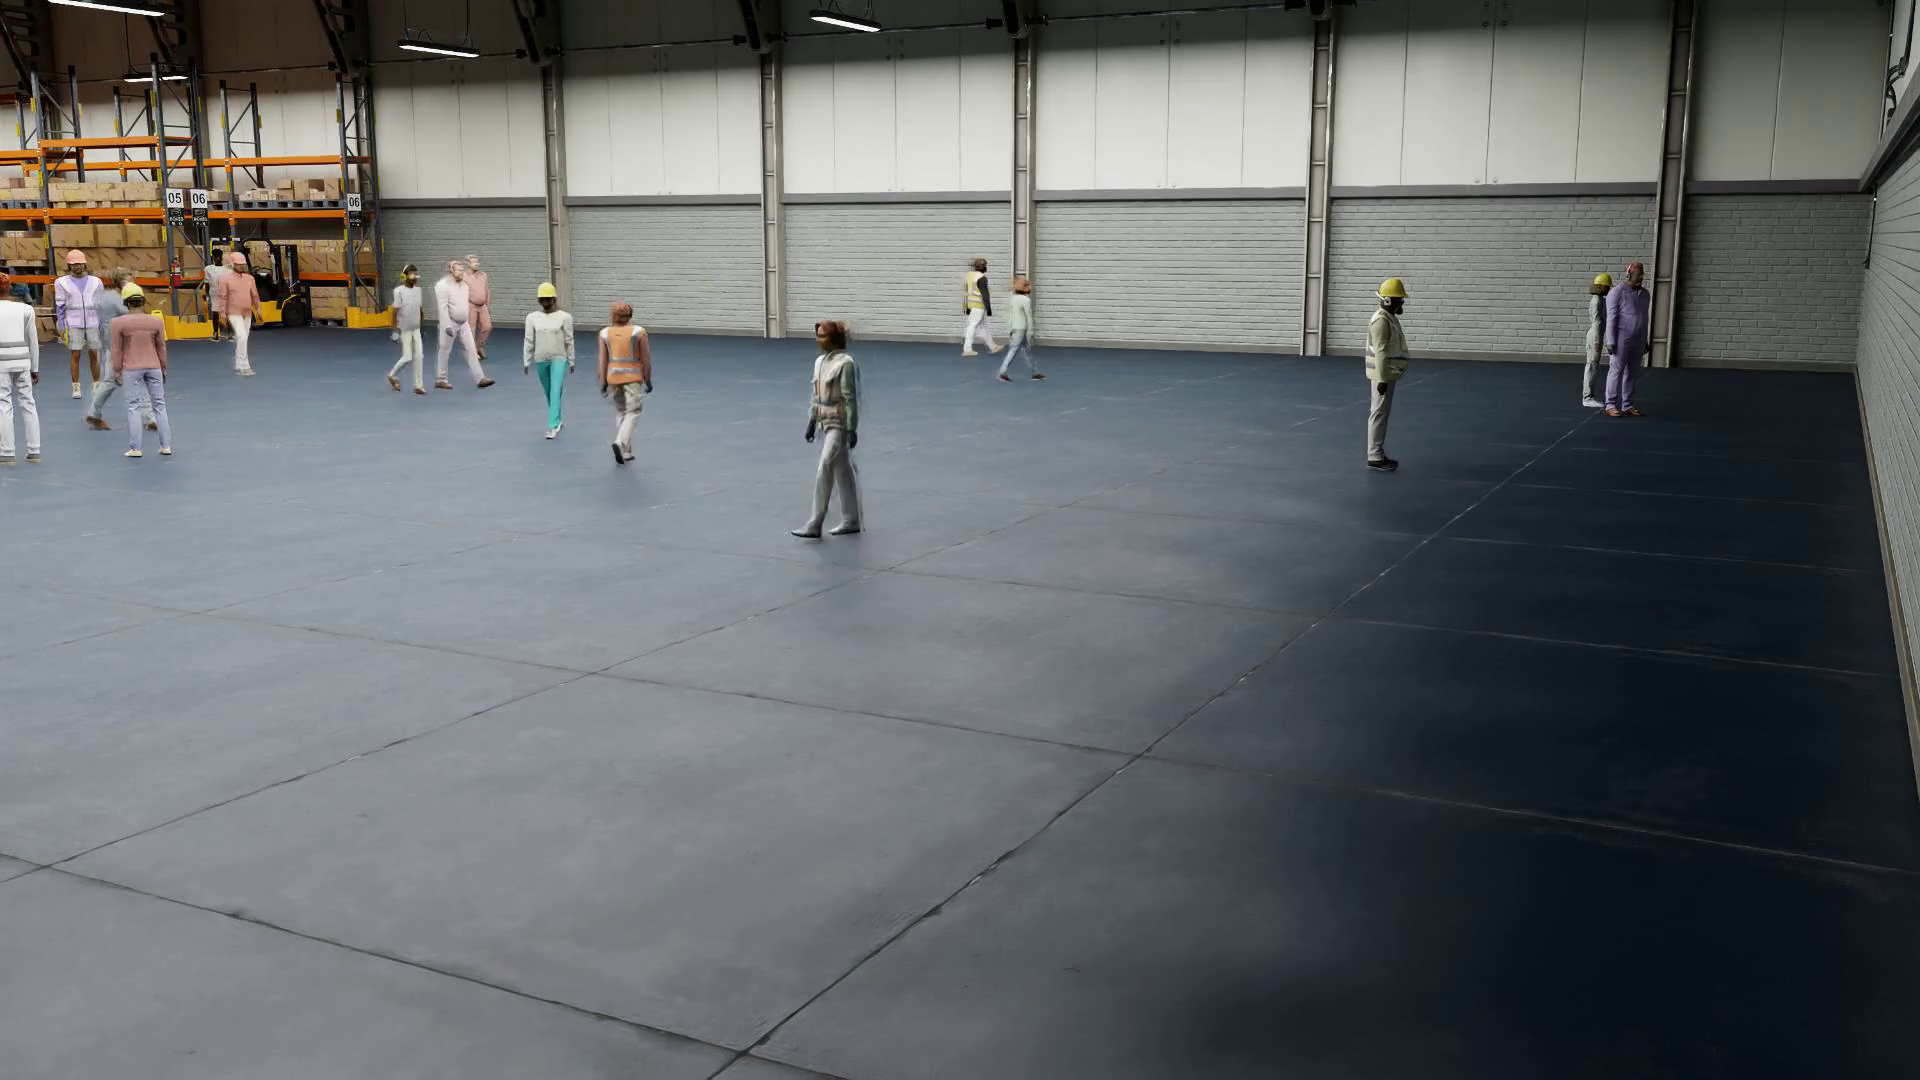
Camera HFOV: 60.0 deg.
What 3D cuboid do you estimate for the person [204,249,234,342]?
[{"bbox_3d":[-15.575,-5.145,35.024,0.602,1.958,0.381,-3,11,-16],"label":"person"}]

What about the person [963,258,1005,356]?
[{"bbox_3d":[0.459,-4.349,31.096,0.934,1.801,0.654,-3,11,-18],"label":"person"}]

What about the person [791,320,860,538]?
[{"bbox_3d":[-1.035,-0.812,12.314,0.723,1.610,0.542,-6,12,-28],"label":"person"}]

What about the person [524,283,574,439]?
[{"bbox_3d":[-4.599,-2.024,18.664,0.534,1.722,0.925,0,10,0],"label":"person"}]

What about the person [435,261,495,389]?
[{"bbox_3d":[-7.296,-3.120,24.258,0.959,1.864,0.667,6,12,29],"label":"person"}]

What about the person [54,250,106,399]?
[{"bbox_3d":[-12.077,-2.965,22.905,0.616,2.041,0.378,-8,13,-38],"label":"person"}]

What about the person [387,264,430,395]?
[{"bbox_3d":[-7.797,-2.959,23.433,0.595,1.845,0.574,6,12,28],"label":"person"}]

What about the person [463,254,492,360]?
[{"bbox_3d":[-8.693,-4.166,29.853,0.433,1.891,0.678,8,13,39],"label":"person"}]

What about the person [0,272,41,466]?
[{"bbox_3d":[-9.301,-1.666,16.264,0.355,1.882,0.576,7,13,34],"label":"person"}]

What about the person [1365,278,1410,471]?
[{"bbox_3d":[4.094,-1.585,15.959,0.404,1.829,0.600,4,11,19],"label":"person"}]

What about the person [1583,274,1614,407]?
[{"bbox_3d":[8.390,-2.623,21.868,0.302,1.742,0.486,4,11,20],"label":"person"}]

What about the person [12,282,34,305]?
[{"bbox_3d":[-23.158,-6.083,40.958,0.868,1.659,0.537,5,12,26],"label":"person"}]

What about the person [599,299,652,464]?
[{"bbox_3d":[-3.319,-1.551,16.345,0.505,1.618,0.705,2,11,13],"label":"person"}]

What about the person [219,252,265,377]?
[{"bbox_3d":[-11.391,-3.588,26.520,0.844,1.963,0.618,5,12,27],"label":"person"}]

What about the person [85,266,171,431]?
[{"bbox_3d":[-9.624,-2.178,19.042,1.000,1.901,0.630,2,11,13],"label":"person"}]

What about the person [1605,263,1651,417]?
[{"bbox_3d":[8.289,-2.470,20.585,0.654,1.904,0.407,-5,11,-23],"label":"person"}]

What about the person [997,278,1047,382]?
[{"bbox_3d":[0.941,-3.234,25.609,0.881,1.587,0.513,-5,11,-23],"label":"person"}]

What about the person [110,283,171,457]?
[{"bbox_3d":[-8.340,-1.722,16.918,0.522,1.759,0.349,-9,14,-42],"label":"person"}]
